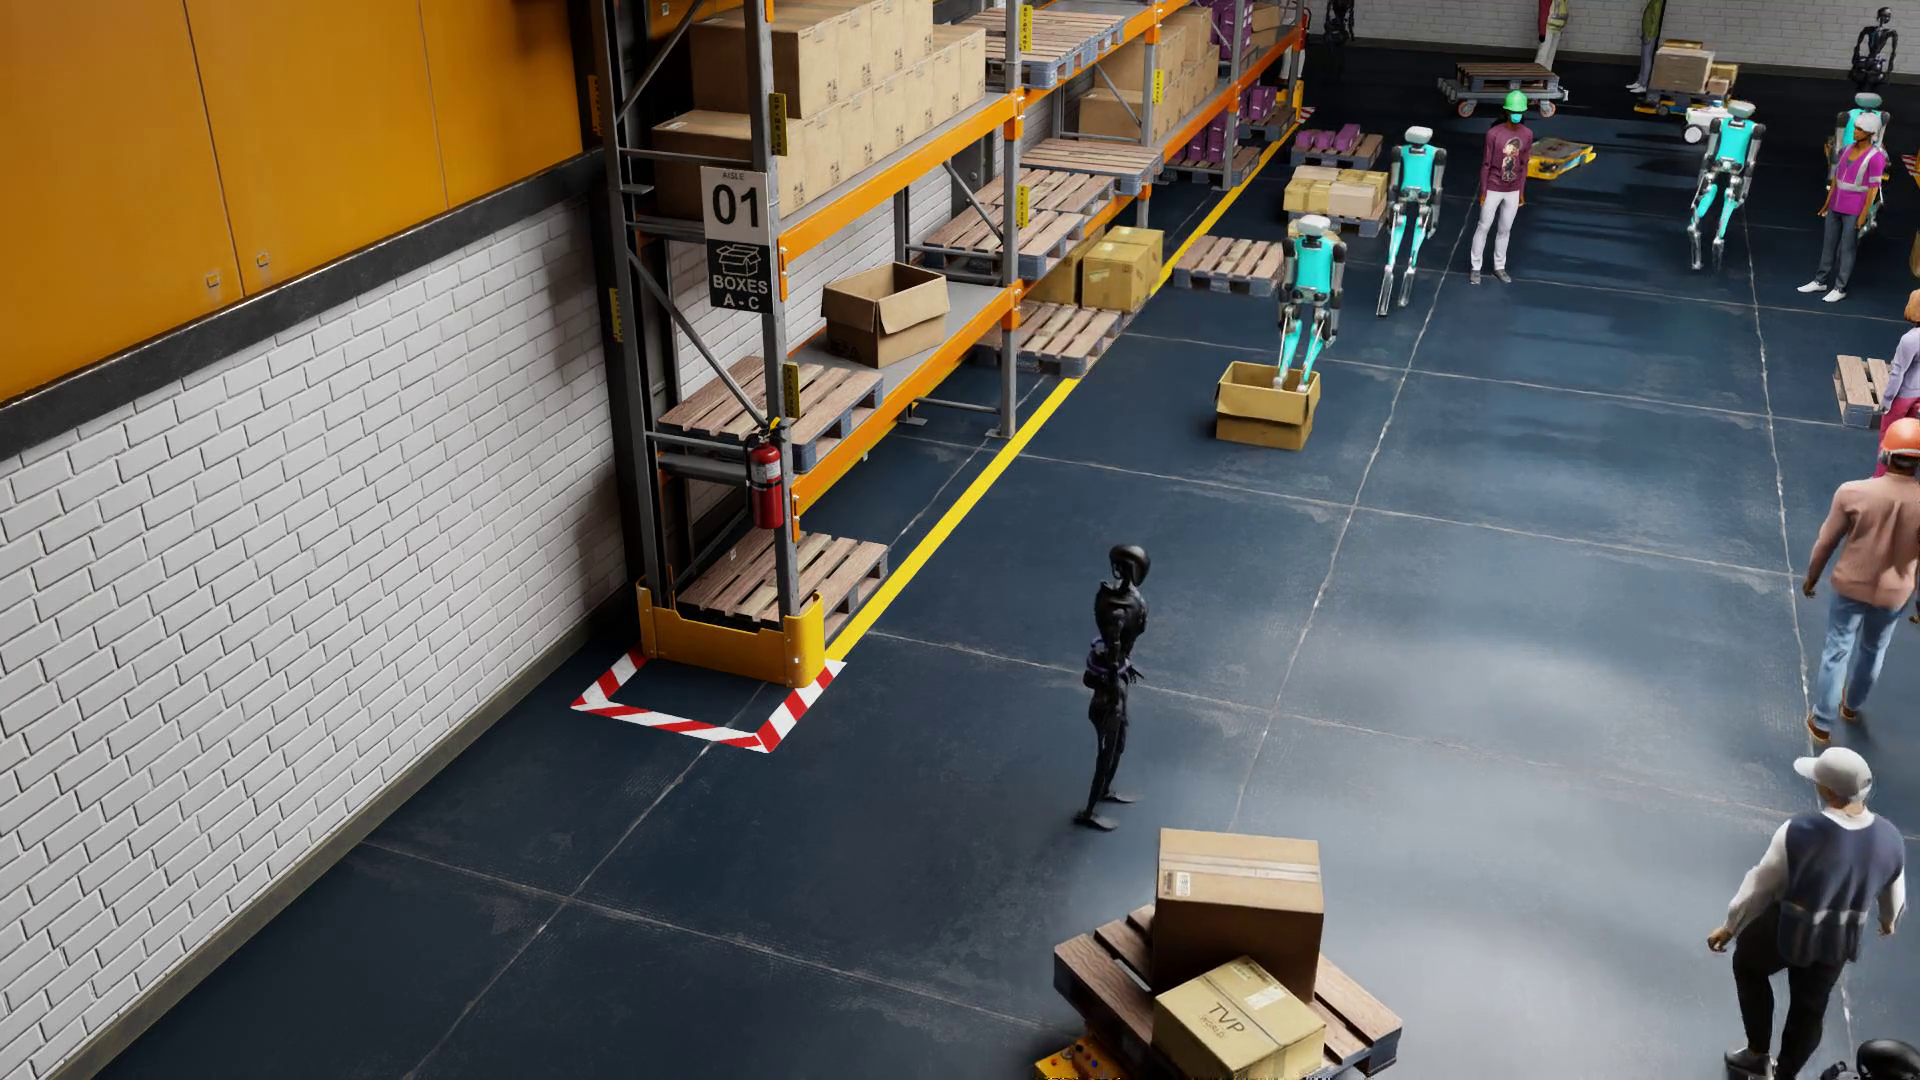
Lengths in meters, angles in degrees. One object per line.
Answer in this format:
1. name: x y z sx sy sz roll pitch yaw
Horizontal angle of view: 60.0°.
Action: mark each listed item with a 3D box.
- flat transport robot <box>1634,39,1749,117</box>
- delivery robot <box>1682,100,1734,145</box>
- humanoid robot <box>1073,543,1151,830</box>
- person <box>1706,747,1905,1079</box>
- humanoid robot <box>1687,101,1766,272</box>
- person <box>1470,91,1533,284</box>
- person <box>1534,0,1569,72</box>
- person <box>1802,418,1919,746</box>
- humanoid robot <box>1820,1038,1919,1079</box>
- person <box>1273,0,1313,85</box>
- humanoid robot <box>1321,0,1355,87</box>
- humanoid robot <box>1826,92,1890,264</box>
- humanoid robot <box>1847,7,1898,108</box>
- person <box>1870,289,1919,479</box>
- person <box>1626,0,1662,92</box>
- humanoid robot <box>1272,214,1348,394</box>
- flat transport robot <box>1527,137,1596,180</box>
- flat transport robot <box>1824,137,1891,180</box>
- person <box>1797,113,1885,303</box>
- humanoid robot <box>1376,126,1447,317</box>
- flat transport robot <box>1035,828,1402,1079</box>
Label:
1. flat transport robot: 10.445 -6.189 23.756 1.431 0.231 0.659 15 31 27
2. delivery robot: 10.068 -5.580 22.254 0.743 0.587 0.525 10 29 19
3. humanoid robot: 0.816 0.749 8.765 0.312 1.649 0.611 6 28 11
4. person: 3.556 1.631 6.977 0.817 1.735 0.485 1 27 1
5. humanoid robot: 7.756 -3.532 17.031 0.541 1.807 0.781 19 33 32
6. person: 5.485 -3.574 16.851 0.490 1.951 0.419 -2 27 -5
7. person: 8.820 -7.619 24.829 0.430 1.833 0.634 23 35 37
8. person: 5.169 0.213 9.484 0.638 1.983 0.657 9 29 17
9. humanoid robot: 2.896 2.334 5.715 0.504 1.638 0.610 3 27 6
10. person: 5.075 -7.938 25.332 0.628 1.936 0.373 -12 30 -22
11. humanoid robot: 5.707 -7.700 25.155 0.585 1.635 0.370 -16 31 -28
12. humanoid robot: 9.367 -3.646 17.333 0.534 1.890 0.740 -1 27 -2
13. humanoid robot: 12.418 -6.392 22.619 0.490 1.643 0.608 -20 33 -33
14. person: 7.017 -1.084 12.373 0.499 1.628 0.284 -17 32 -29
15. person: 10.294 -7.545 24.893 0.287 1.633 0.497 5 28 9
16. humanoid robot: 2.687 -1.622 13.356 0.559 1.834 0.886 16 31 27
17. flat transport robot: 7.505 -4.860 21.178 0.659 0.231 1.431 21 34 35
18. flat transport robot: 11.407 -4.849 21.156 0.659 0.231 1.431 10 29 19
19. person: 8.731 -3.274 16.379 0.333 1.845 0.522 -9 29 -17
20. humanoid robot: 4.281 -2.973 16.019 0.551 1.878 0.819 13 30 24
21. flat transport robot: 1.103 2.244 7.397 1.431 0.231 0.659 -16 31 -28
